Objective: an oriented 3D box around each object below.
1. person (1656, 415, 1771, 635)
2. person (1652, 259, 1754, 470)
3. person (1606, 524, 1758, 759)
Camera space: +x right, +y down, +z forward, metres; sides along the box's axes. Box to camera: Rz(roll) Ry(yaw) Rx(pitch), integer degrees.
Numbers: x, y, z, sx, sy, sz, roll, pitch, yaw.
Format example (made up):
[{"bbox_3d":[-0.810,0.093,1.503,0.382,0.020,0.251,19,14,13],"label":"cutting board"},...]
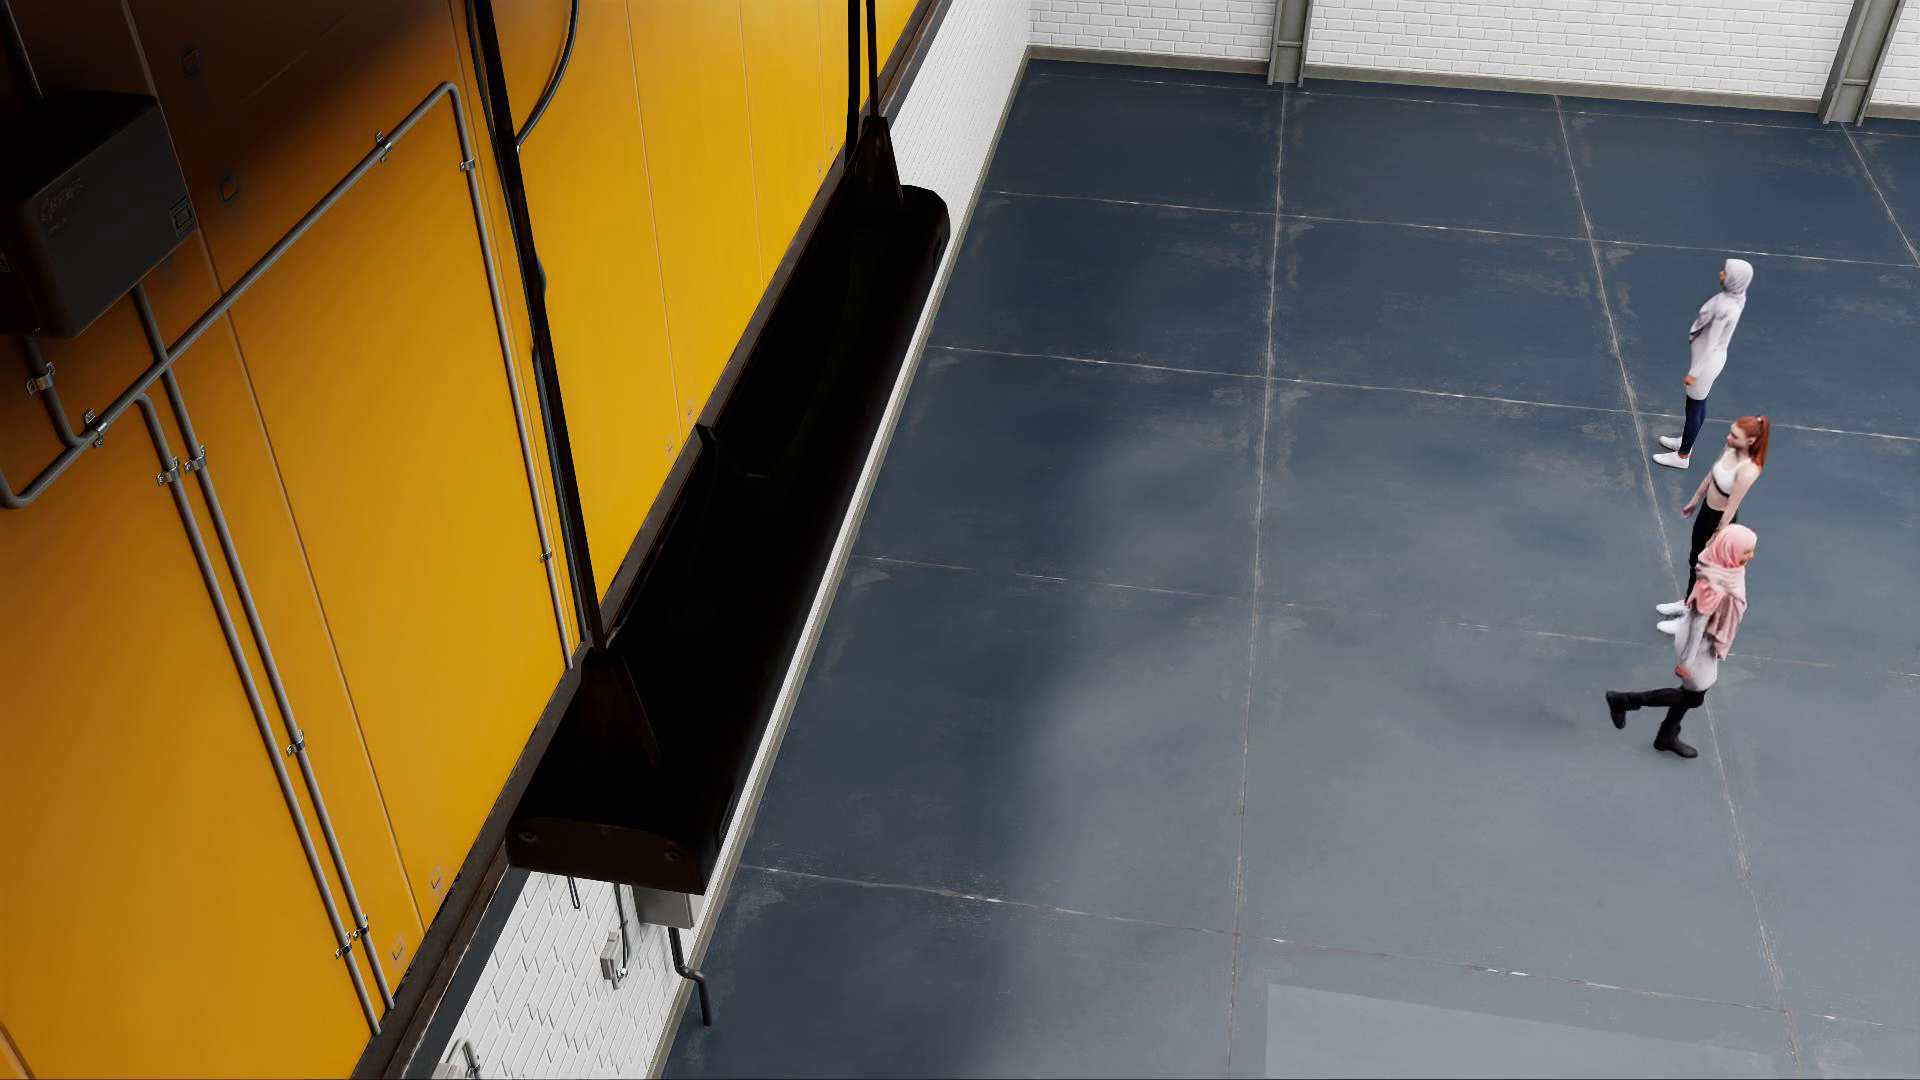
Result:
[{"bbox_3d":[5.112,-0.124,11.193,0.550,1.745,0.589,5,39,7],"label":"person"},{"bbox_3d":[5.706,-1.345,12.697,0.659,1.776,0.681,22,44,25],"label":"person"},{"bbox_3d":[4.435,0.619,10.227,0.956,1.790,0.802,19,43,23],"label":"person"}]
